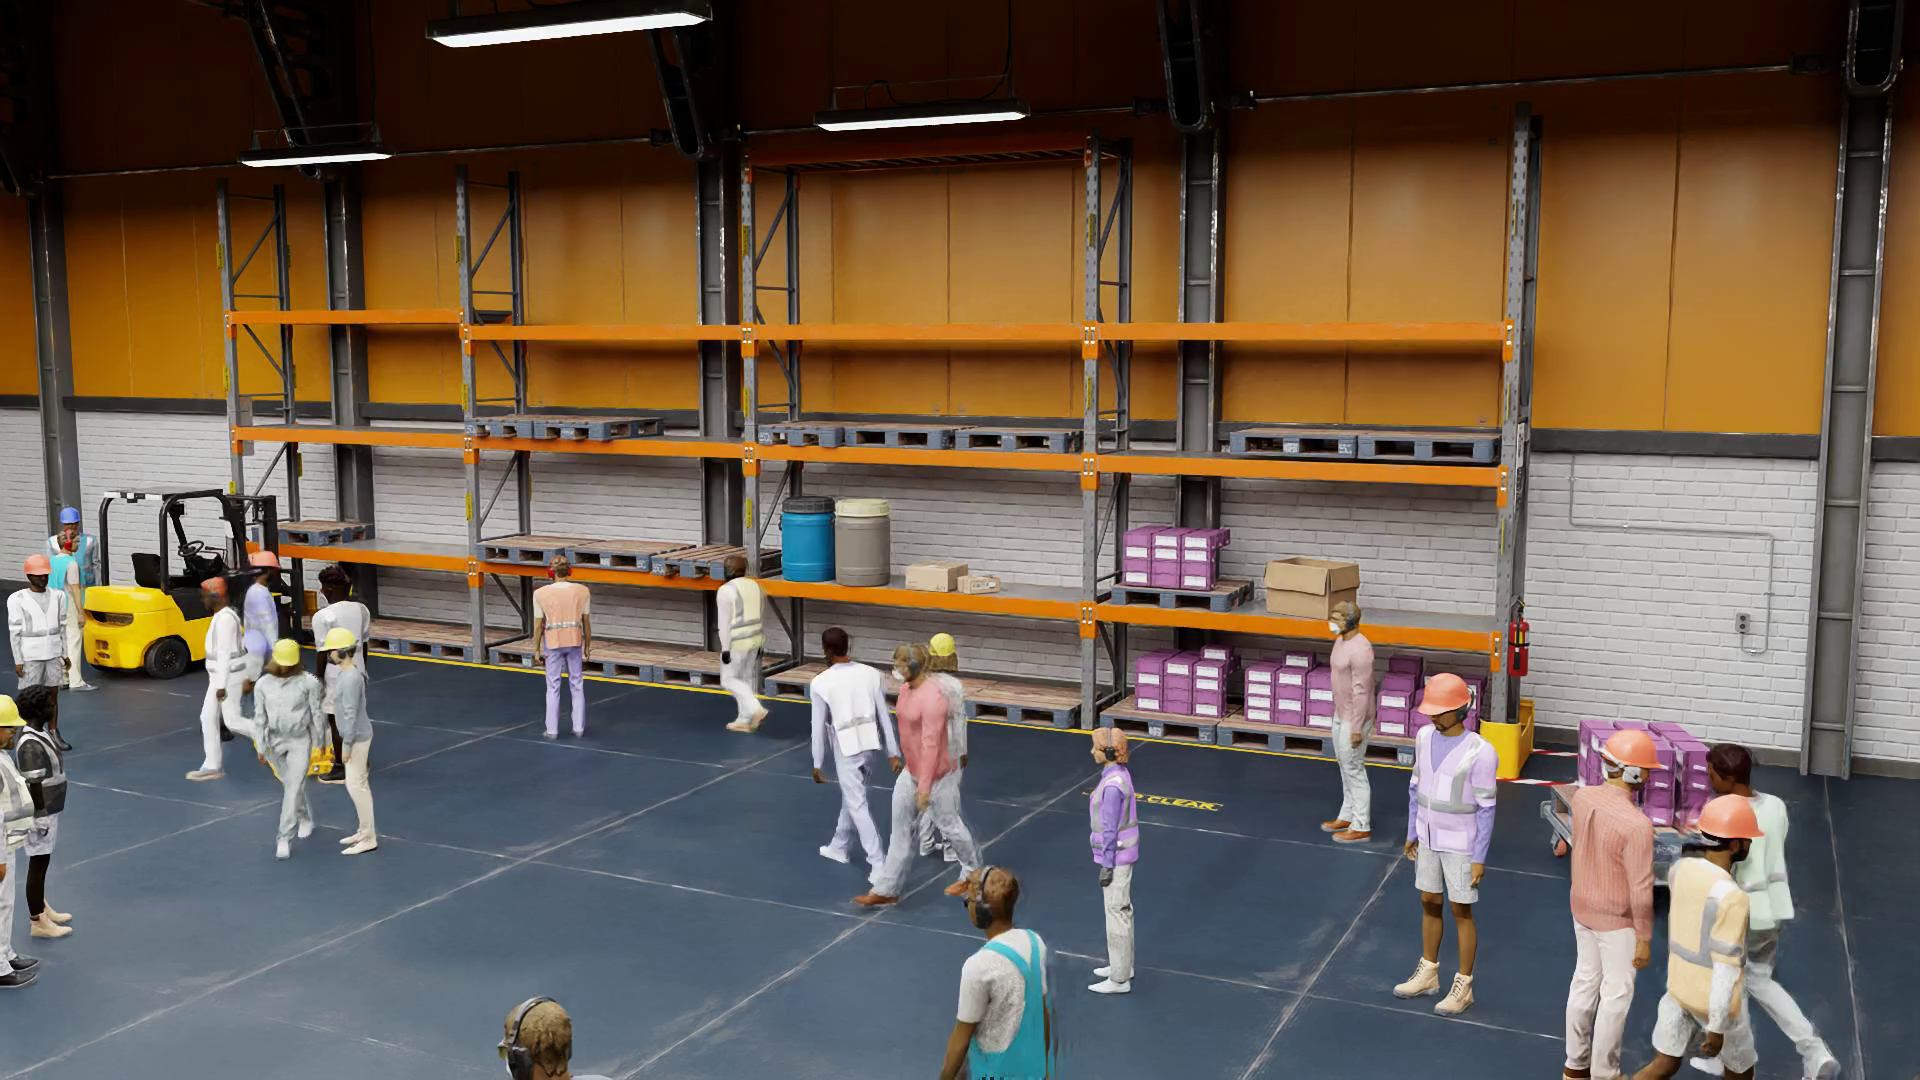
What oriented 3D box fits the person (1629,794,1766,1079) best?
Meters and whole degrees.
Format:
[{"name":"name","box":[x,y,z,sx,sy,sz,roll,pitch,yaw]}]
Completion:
[{"name":"person","box":[3.421,2.115,7.772,1.000,1.901,0.555,-1,7,-11]}]

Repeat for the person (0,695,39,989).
[{"name":"person","box":[-5.905,1.847,10.213,0.403,1.820,0.603,-4,8,-30]}]

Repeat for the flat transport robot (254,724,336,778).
[{"name":"flat transport robot","box":[-6.196,1.954,15.655,0.652,0.197,1.431,-4,8,-31]}]

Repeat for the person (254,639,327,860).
[{"name":"person","box":[-5.219,1.580,12.991,0.496,1.676,0.896,0,7,-3]}]

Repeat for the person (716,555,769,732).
[{"name":"person","box":[-2.161,1.058,16.719,0.557,1.822,0.655,4,8,31]}]

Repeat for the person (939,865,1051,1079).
[{"name":"person","box":[0.080,2.248,6.947,0.863,1.811,0.539,4,8,29]}]

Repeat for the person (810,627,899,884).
[{"name":"person","box":[-0.765,1.581,12.344,0.633,1.851,1.013,-6,9,-39]}]

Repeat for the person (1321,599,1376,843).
[{"name":"person","box":[3.104,1.429,13.218,0.375,1.931,0.641,0,7,-2]}]

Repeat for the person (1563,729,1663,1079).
[{"name":"person","box":[3.412,1.956,8.668,0.410,1.980,0.627,-2,7,-13]}]

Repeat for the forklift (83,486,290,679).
[{"name":"forklift","box":[-9.426,0.454,20.179,1.214,2.155,2.313,3,8,26]}]

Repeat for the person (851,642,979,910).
[{"name":"person","box":[-0.253,1.647,11.669,1.029,1.881,0.646,-3,8,-27]}]

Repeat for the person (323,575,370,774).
[{"name":"person","box":[-5.632,1.218,15.196,0.329,1.872,0.507,4,8,30]}]

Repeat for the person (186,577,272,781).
[{"name":"person","box":[-6.582,1.239,15.080,0.829,1.846,0.598,-4,8,-31]}]

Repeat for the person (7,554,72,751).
[{"name":"person","box":[-8.790,1.095,15.929,0.371,1.939,0.543,5,8,33]}]

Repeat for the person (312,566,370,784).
[{"name":"person","box":[-5.562,1.203,14.937,0.364,1.961,0.604,3,8,25]}]

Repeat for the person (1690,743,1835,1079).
[{"name":"person","box":[4.187,2.002,8.695,0.647,1.882,0.692,-5,8,-33]}]

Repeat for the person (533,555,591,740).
[{"name":"person","box":[-3.938,1.075,16.523,0.562,1.836,0.387,-3,8,-25]}]

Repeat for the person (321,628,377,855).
[{"name":"person","box":[-4.743,1.550,12.919,0.354,1.758,0.541,-3,7,-22]}]

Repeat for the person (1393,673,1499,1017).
[{"name":"person","box":[2.868,1.784,9.847,0.390,2.034,0.605,-4,8,-31]}]

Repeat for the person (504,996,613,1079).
[{"name":"person","box":[-1.295,2.393,5.276,0.386,1.928,0.636,3,8,26]}]

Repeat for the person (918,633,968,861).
[{"name":"person","box":[-0.127,1.578,12.738,0.487,1.745,0.293,6,9,41]}]

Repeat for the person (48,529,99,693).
[{"name":"person","box":[-10.042,0.801,18.737,0.571,1.845,0.382,5,9,38]}]

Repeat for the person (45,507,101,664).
[{"name":"person","box":[-10.791,0.566,20.257,0.614,1.947,0.388,-5,8,-34]}]

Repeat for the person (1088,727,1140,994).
[{"name":"person","box":[0.939,1.946,10.171,0.316,1.629,0.509,1,7,7]}]

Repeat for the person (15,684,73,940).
[{"name":"person","box":[-6.127,1.799,11.099,0.315,1.696,0.541,-3,8,-26]}]
